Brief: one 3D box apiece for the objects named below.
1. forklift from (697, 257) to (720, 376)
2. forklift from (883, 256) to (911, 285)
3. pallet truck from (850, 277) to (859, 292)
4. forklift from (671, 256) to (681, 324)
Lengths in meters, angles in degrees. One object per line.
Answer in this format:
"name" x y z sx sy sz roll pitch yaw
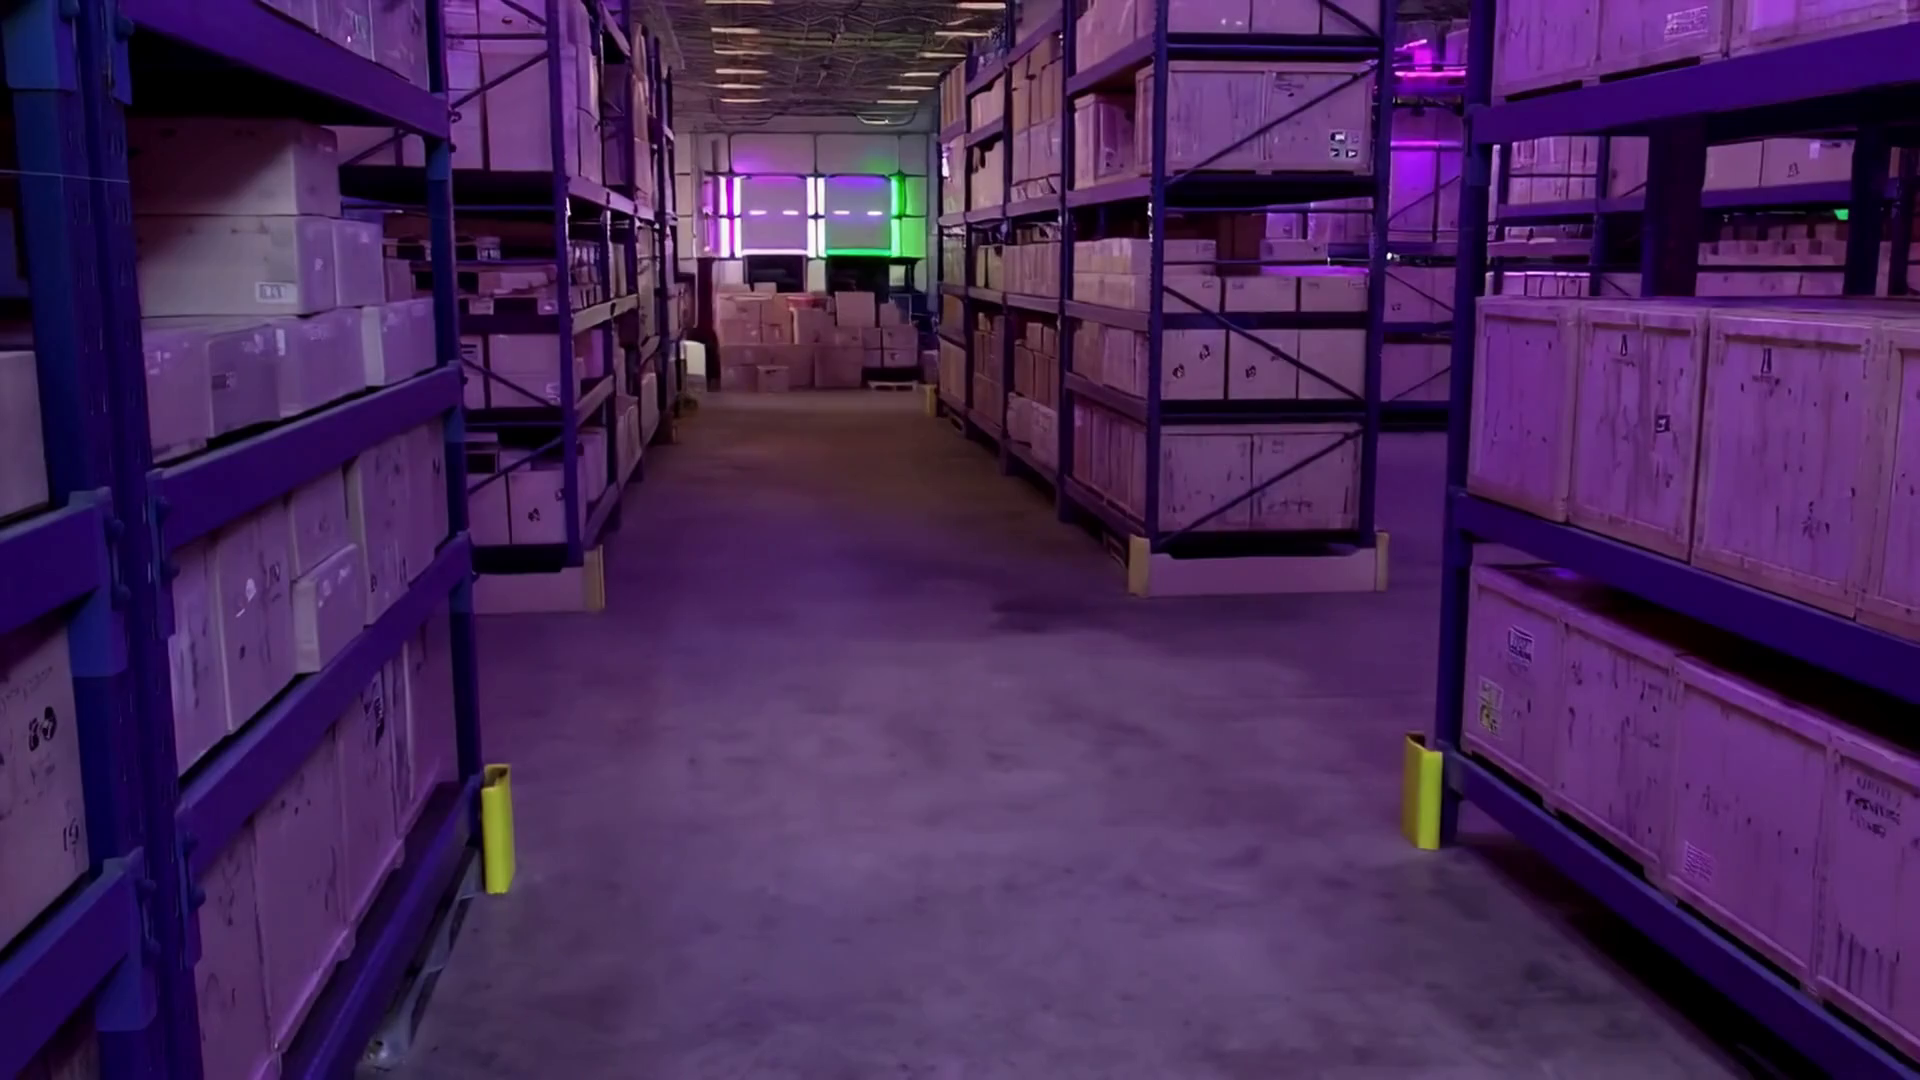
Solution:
"forklift" -5.941 -5.231 39.020 1.873 2.768 1.129 -1 10 -8
"forklift" -2.062 -7.792 53.930 1.129 2.768 1.873 -2 10 -13
"pallet truck" -3.782 -9.391 65.808 1.885 1.965 0.823 2 10 10
"forklift" -11.300 -9.496 63.850 1.129 2.768 1.873 -1 10 -7
